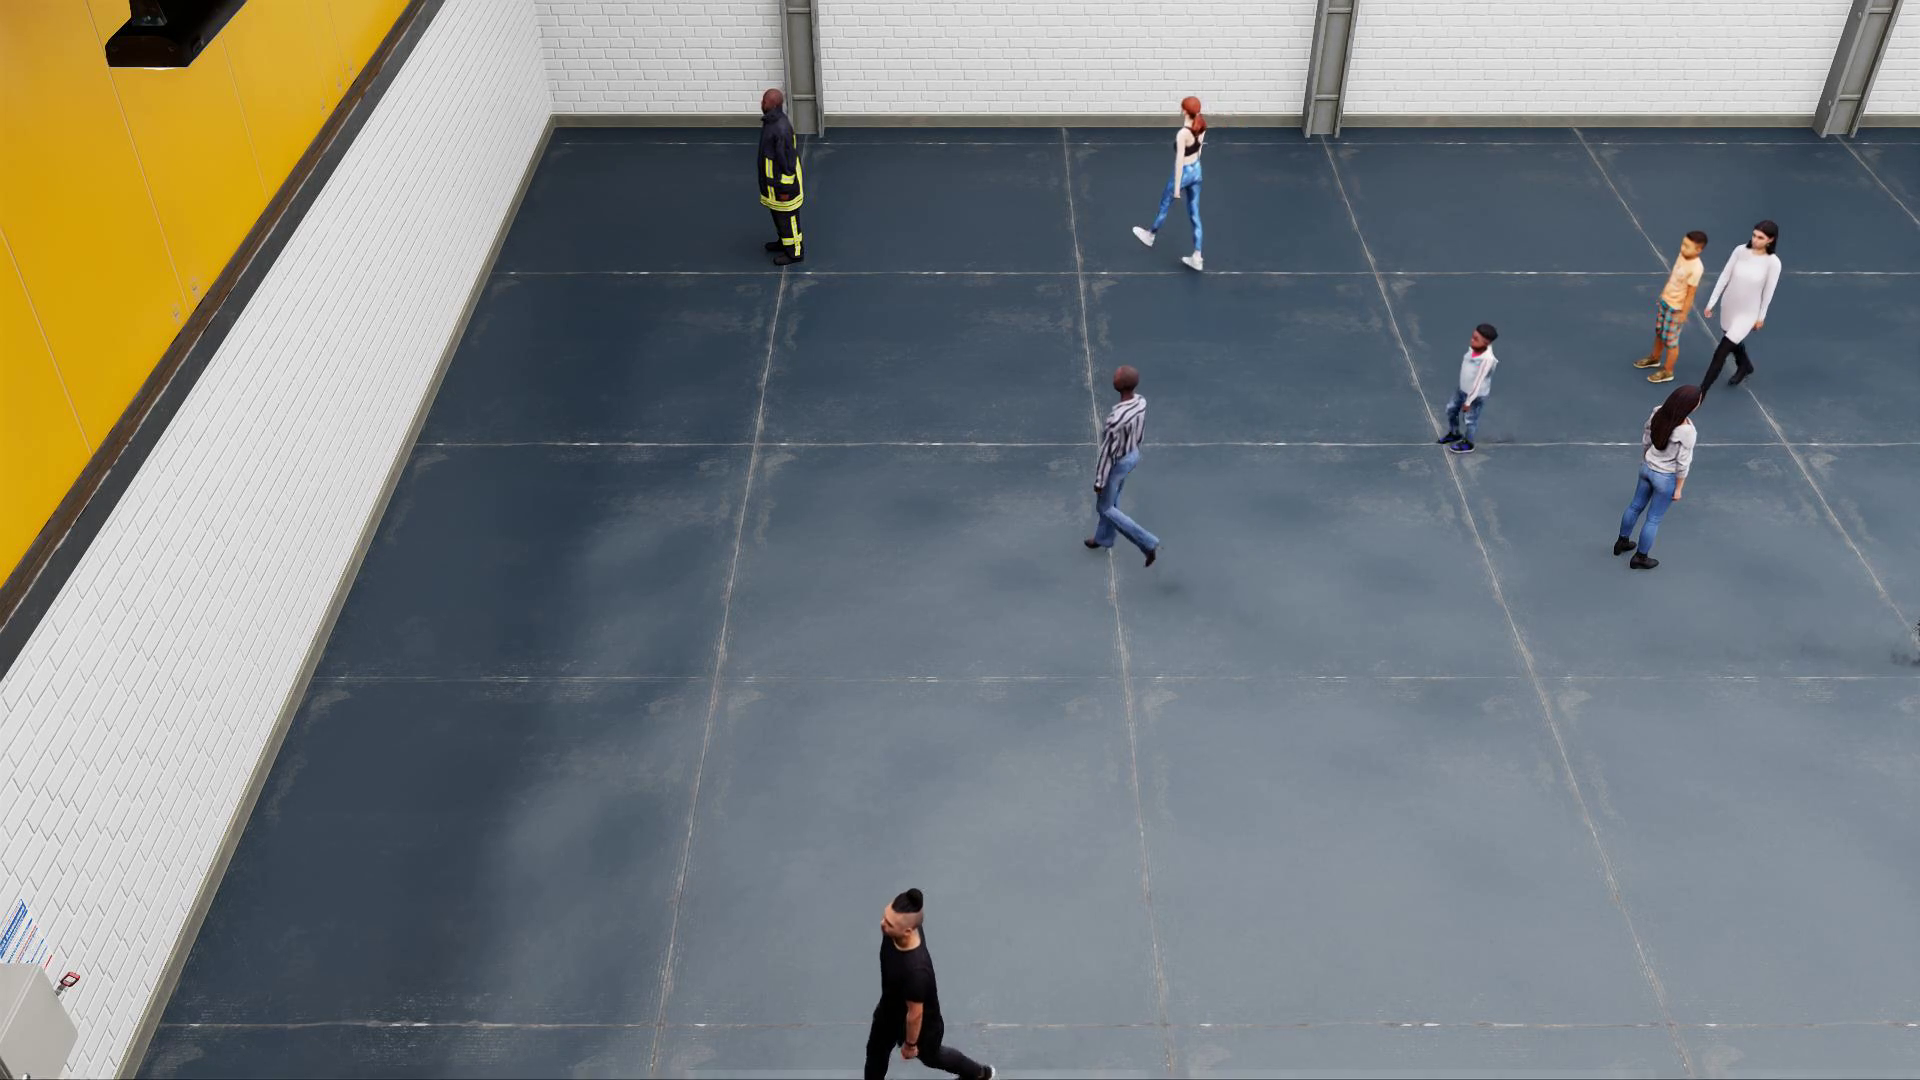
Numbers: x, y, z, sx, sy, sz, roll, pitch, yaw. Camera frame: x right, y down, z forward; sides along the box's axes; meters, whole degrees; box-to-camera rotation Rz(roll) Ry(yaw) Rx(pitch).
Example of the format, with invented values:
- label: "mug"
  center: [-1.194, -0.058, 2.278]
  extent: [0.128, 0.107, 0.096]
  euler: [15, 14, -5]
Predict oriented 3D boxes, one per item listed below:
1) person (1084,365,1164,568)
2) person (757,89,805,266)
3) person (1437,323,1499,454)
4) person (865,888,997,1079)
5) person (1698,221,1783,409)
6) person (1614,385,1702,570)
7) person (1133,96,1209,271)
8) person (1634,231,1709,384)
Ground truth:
- label: "person"
  center: [1.273, -0.515, 12.688]
  extent: [1.049, 1.776, 0.915]
  euler: [21, 43, 24]
- label: "person"
  center: [-1.784, -3.638, 16.563]
  extent: [0.780, 1.821, 0.823]
  euler: [-11, 40, -13]
- label: "person"
  center: [4.396, -1.279, 14.066]
  extent: [0.569, 1.250, 0.528]
  euler: [-8, 39, -10]
- label: "person"
  center: [-0.188, 2.496, 8.879]
  extent: [1.272, 1.824, 0.947]
  euler: [-12, 40, -14]
- label: "person"
  center: [6.881, -1.989, 14.545]
  extent: [1.282, 1.762, 1.053]
  euler: [-20, 43, -24]
- label: "person"
  center: [5.373, -0.500, 12.785]
  extent: [0.637, 1.632, 0.671]
  euler: [-14, 41, -16]
- label: "person"
  center: [2.296, -3.488, 16.433]
  extent: [1.108, 1.747, 1.090]
  euler: [-26, 46, -29]
- label: "person"
  center: [6.450, -2.125, 14.959]
  extent: [0.513, 1.458, 0.542]
  euler: [-5, 39, -6]
